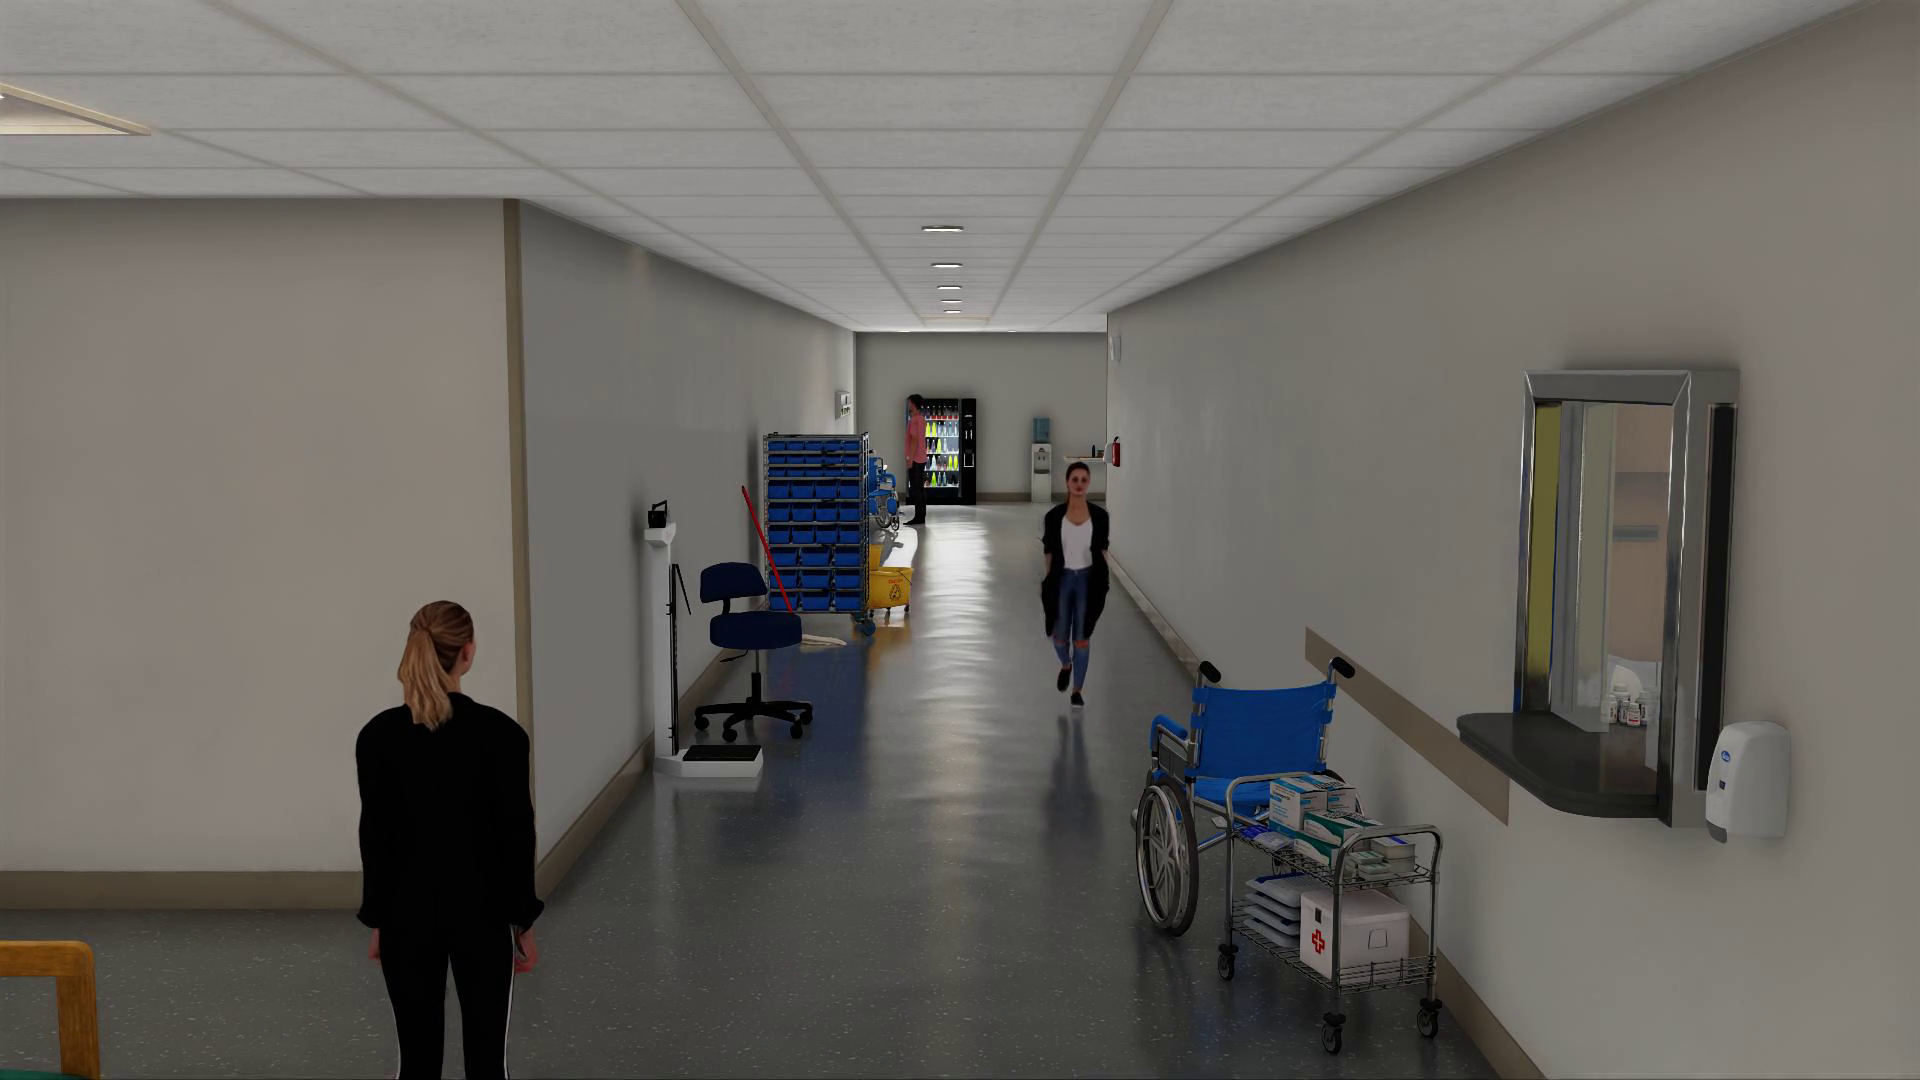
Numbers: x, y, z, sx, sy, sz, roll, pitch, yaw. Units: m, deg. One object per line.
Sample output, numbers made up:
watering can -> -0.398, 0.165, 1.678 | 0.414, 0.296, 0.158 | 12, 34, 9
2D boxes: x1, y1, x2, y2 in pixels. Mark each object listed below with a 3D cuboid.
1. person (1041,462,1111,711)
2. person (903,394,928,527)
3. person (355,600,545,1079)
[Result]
person -> 0.784, 0.303, 11.349 | 0.682, 1.676, 0.682 | 0, 6, 3
person -> -0.648, -1.199, 24.868 | 0.610, 1.958, 0.677 | 1, 6, 12
person -> -1.310, 1.002, 4.246 | 0.448, 1.705, 0.672 | 0, 6, -1
